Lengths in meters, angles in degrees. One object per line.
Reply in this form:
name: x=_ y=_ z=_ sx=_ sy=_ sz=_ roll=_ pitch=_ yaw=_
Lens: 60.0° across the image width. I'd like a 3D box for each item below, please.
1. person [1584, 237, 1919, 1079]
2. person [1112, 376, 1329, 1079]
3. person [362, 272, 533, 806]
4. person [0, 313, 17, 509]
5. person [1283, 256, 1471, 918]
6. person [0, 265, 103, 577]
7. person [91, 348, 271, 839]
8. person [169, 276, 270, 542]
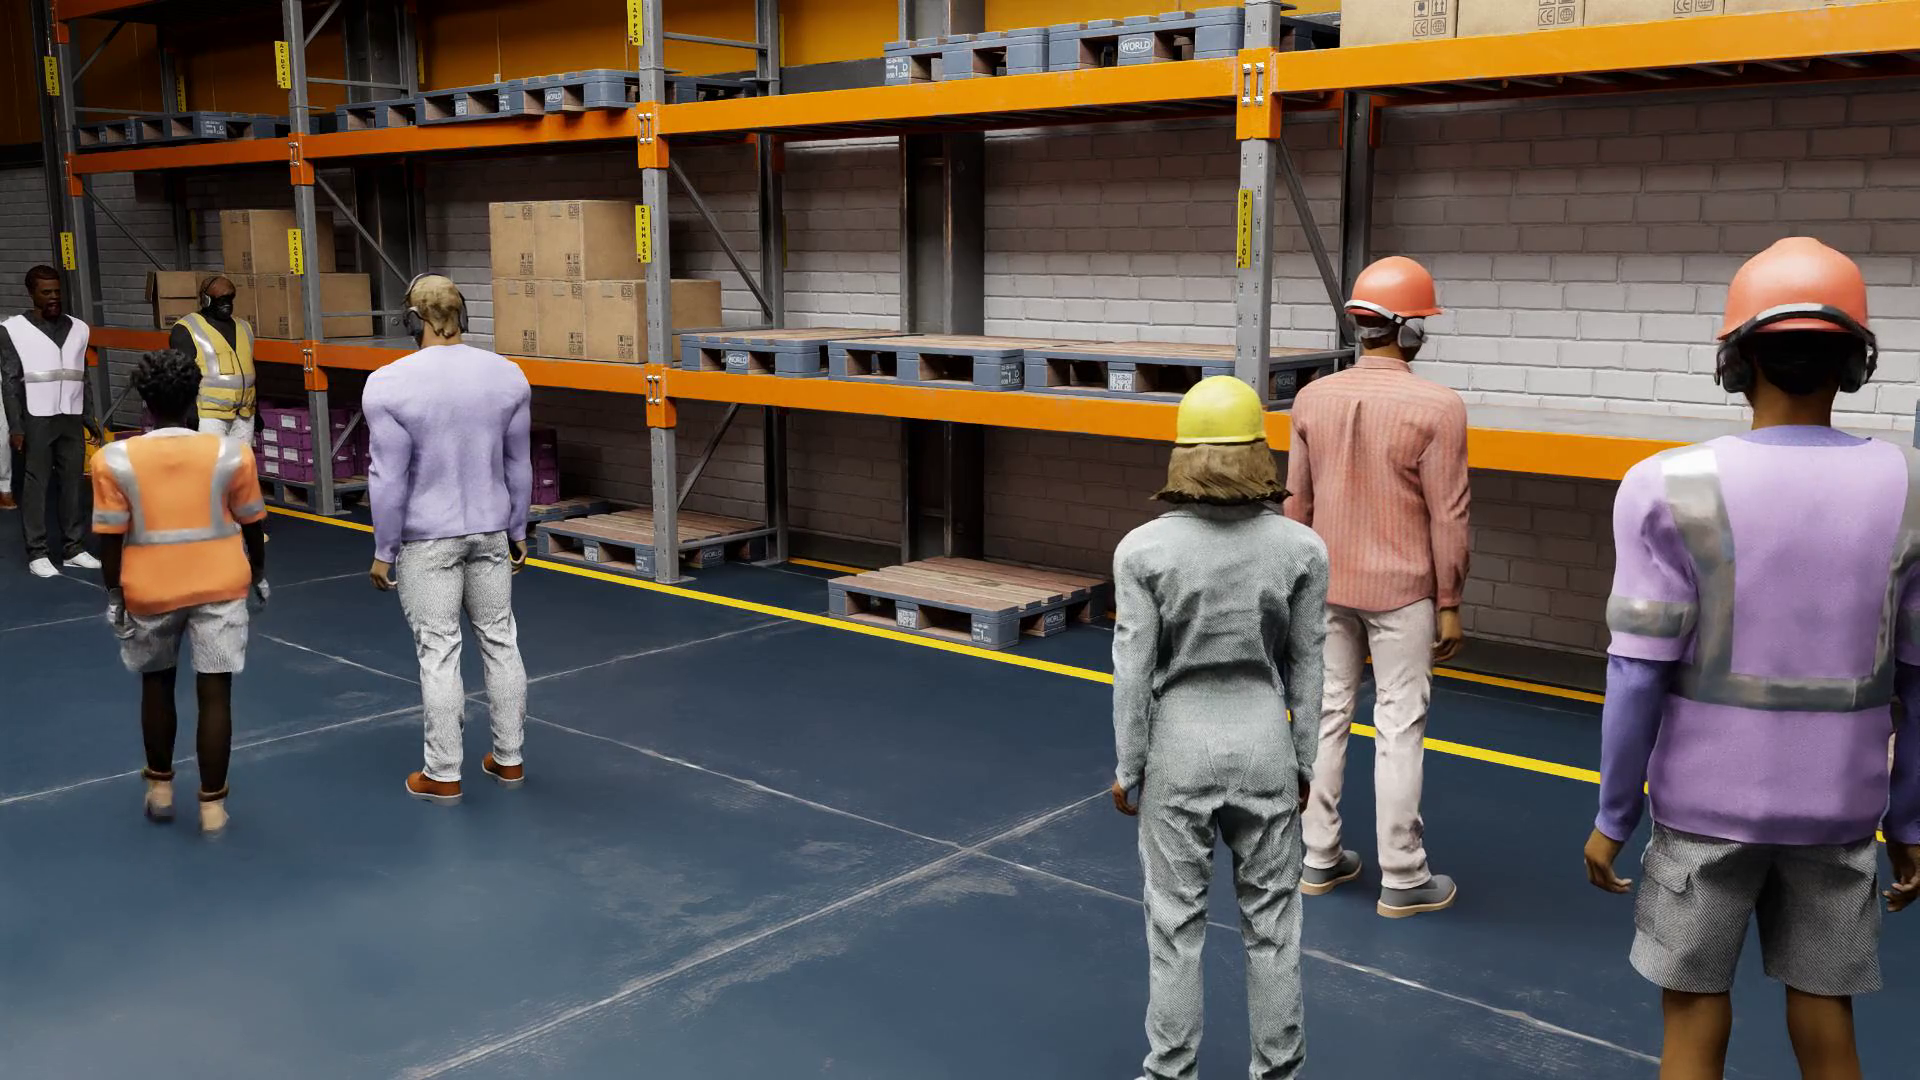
person: x=1.476 y=0.474 z=3.082 sx=0.614 sy=2.038 sz=0.395 roll=1 pitch=10 yaw=5
person: x=0.576 y=0.500 z=3.787 sx=0.487 sy=1.741 sz=0.312 roll=-1 pitch=10 yaw=-3
person: x=-1.855 y=0.001 z=6.079 sx=0.627 sy=1.936 sz=0.371 roll=-9 pitch=13 yaw=-42
person: x=-7.362 y=-1.086 z=12.567 sx=0.620 sy=1.841 sz=1.014 roll=-6 pitch=12 yaw=-32
person: x=1.275 y=0.144 z=5.089 sx=0.389 sy=1.996 sz=0.612 roll=-9 pitch=13 yaw=-42
person: x=-5.659 y=-0.742 z=10.353 sx=0.373 sy=1.917 sz=0.594 roll=5 pitch=11 yaw=26
person: x=-2.694 y=0.171 z=5.819 sx=0.546 sy=1.674 sz=0.623 roll=-4 pitch=11 yaw=-22
person: x=-4.979 y=-0.858 z=11.252 sx=0.429 sy=1.839 sz=0.622 roll=5 pitch=11 yaw=25
